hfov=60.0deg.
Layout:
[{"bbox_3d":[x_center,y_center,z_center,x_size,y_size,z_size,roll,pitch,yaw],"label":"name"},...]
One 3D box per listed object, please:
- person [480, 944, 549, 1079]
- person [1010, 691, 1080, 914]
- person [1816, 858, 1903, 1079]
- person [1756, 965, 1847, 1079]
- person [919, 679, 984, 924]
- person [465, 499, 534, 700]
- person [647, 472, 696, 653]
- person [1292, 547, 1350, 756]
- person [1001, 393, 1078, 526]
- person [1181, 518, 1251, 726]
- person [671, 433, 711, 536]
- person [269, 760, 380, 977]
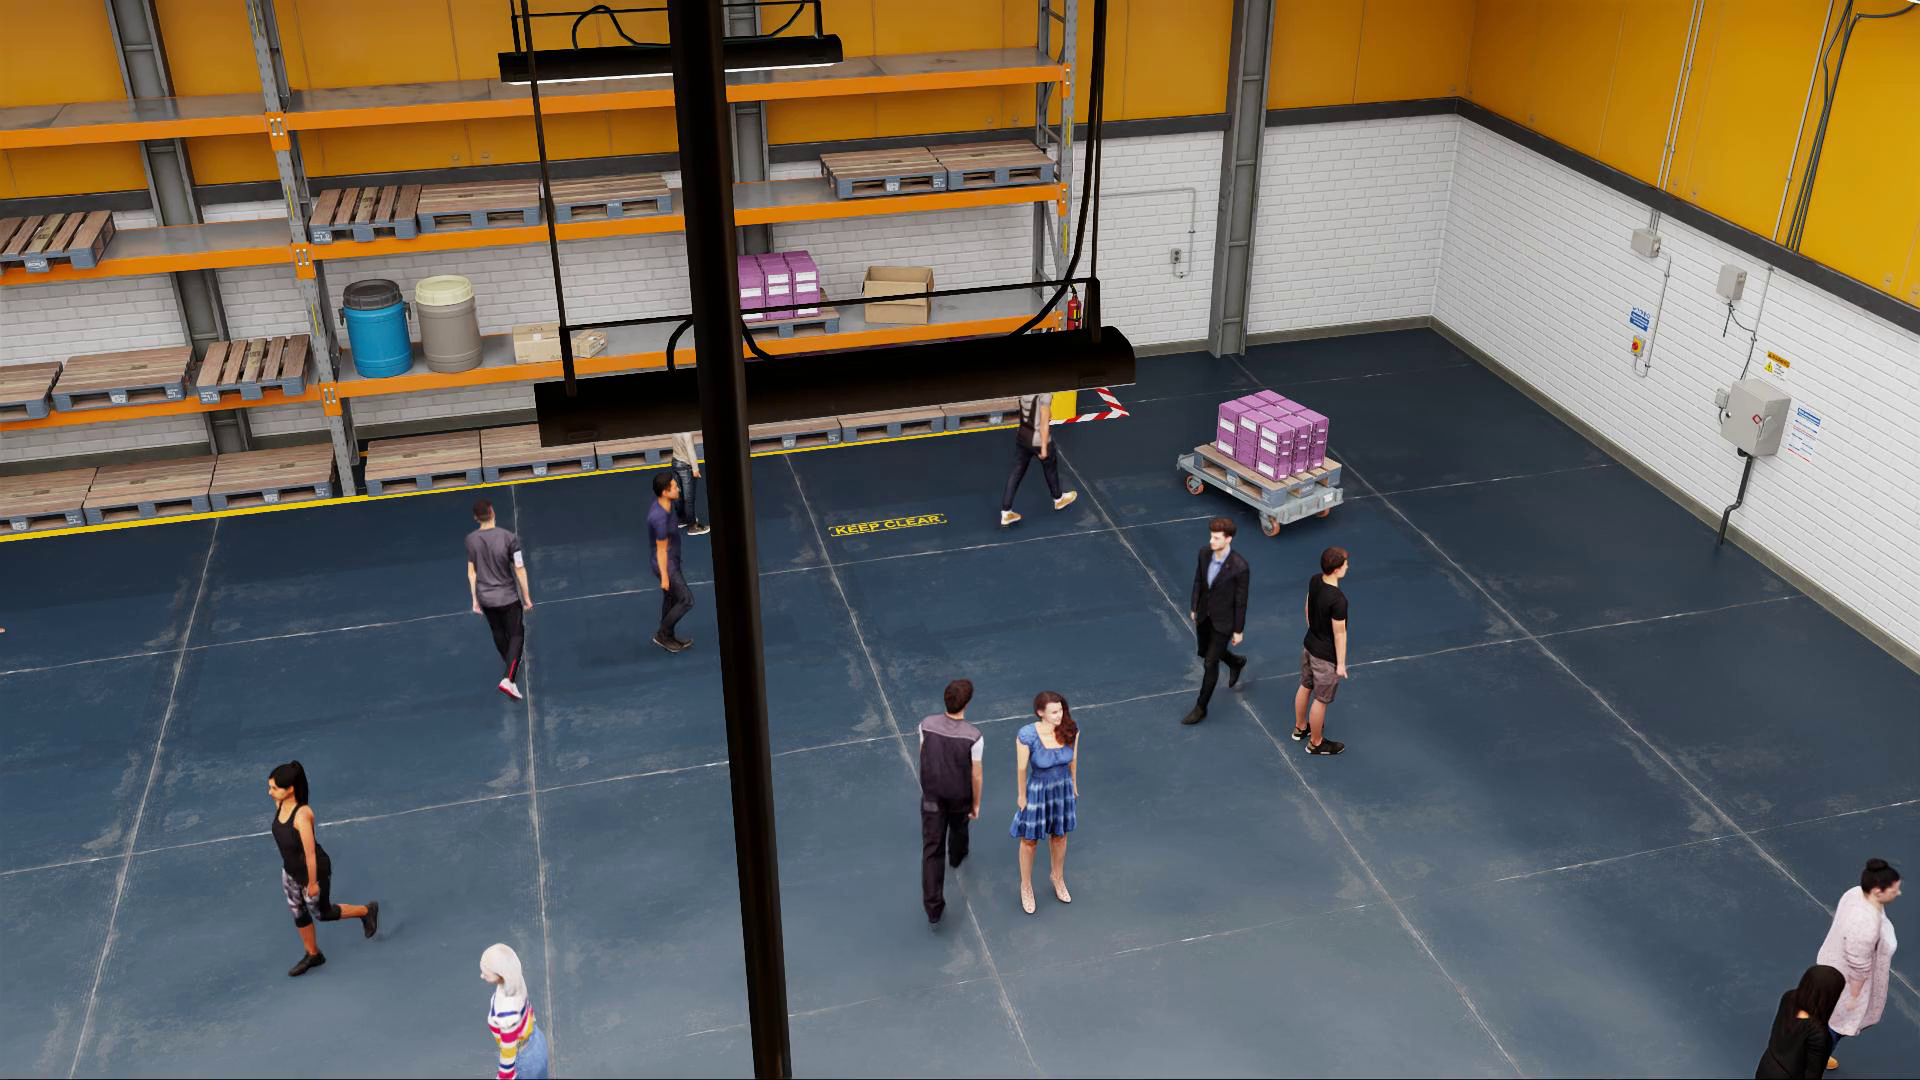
[{"bbox_3d":[-2.445,2.987,9.650,0.657,1.785,0.700,-4,29,-7],"label":"person"},{"bbox_3d":[0.620,1.836,11.740,0.542,1.804,0.752,-11,31,-20],"label":"person"},{"bbox_3d":[5.475,2.674,10.267,0.835,1.744,0.797,12,31,20],"label":"person"},{"bbox_3d":[4.778,3.089,9.609,0.571,1.646,0.612,-2,29,-4],"label":"person"},{"bbox_3d":[-0.116,1.856,11.713,1.221,1.795,1.042,5,29,10],"label":"person"},{"bbox_3d":[-3.963,0.540,14.193,1.118,1.730,0.938,3,29,6],"label":"person"},{"bbox_3d":[-2.669,0.229,14.712,0.663,1.779,0.697,-3,29,-6],"label":"person"},{"bbox_3d":[2.928,0.872,13.448,0.584,1.862,0.694,-9,30,-16],"label":"person"},{"bbox_3d":[0.684,-0.992,16.884,1.309,1.843,1.048,-24,37,-37],"label":"person"},{"bbox_3d":[2.202,0.623,13.897,1.221,1.868,1.013,-22,36,-35],"label":"person"},{"bbox_3d":[-2.799,-0.760,16.853,0.613,1.466,0.620,-19,34,-31],"label":"person"},{"bbox_3d":[-4.356,2.188,11.257,0.886,1.648,1.009,22,36,35],"label":"person"}]
